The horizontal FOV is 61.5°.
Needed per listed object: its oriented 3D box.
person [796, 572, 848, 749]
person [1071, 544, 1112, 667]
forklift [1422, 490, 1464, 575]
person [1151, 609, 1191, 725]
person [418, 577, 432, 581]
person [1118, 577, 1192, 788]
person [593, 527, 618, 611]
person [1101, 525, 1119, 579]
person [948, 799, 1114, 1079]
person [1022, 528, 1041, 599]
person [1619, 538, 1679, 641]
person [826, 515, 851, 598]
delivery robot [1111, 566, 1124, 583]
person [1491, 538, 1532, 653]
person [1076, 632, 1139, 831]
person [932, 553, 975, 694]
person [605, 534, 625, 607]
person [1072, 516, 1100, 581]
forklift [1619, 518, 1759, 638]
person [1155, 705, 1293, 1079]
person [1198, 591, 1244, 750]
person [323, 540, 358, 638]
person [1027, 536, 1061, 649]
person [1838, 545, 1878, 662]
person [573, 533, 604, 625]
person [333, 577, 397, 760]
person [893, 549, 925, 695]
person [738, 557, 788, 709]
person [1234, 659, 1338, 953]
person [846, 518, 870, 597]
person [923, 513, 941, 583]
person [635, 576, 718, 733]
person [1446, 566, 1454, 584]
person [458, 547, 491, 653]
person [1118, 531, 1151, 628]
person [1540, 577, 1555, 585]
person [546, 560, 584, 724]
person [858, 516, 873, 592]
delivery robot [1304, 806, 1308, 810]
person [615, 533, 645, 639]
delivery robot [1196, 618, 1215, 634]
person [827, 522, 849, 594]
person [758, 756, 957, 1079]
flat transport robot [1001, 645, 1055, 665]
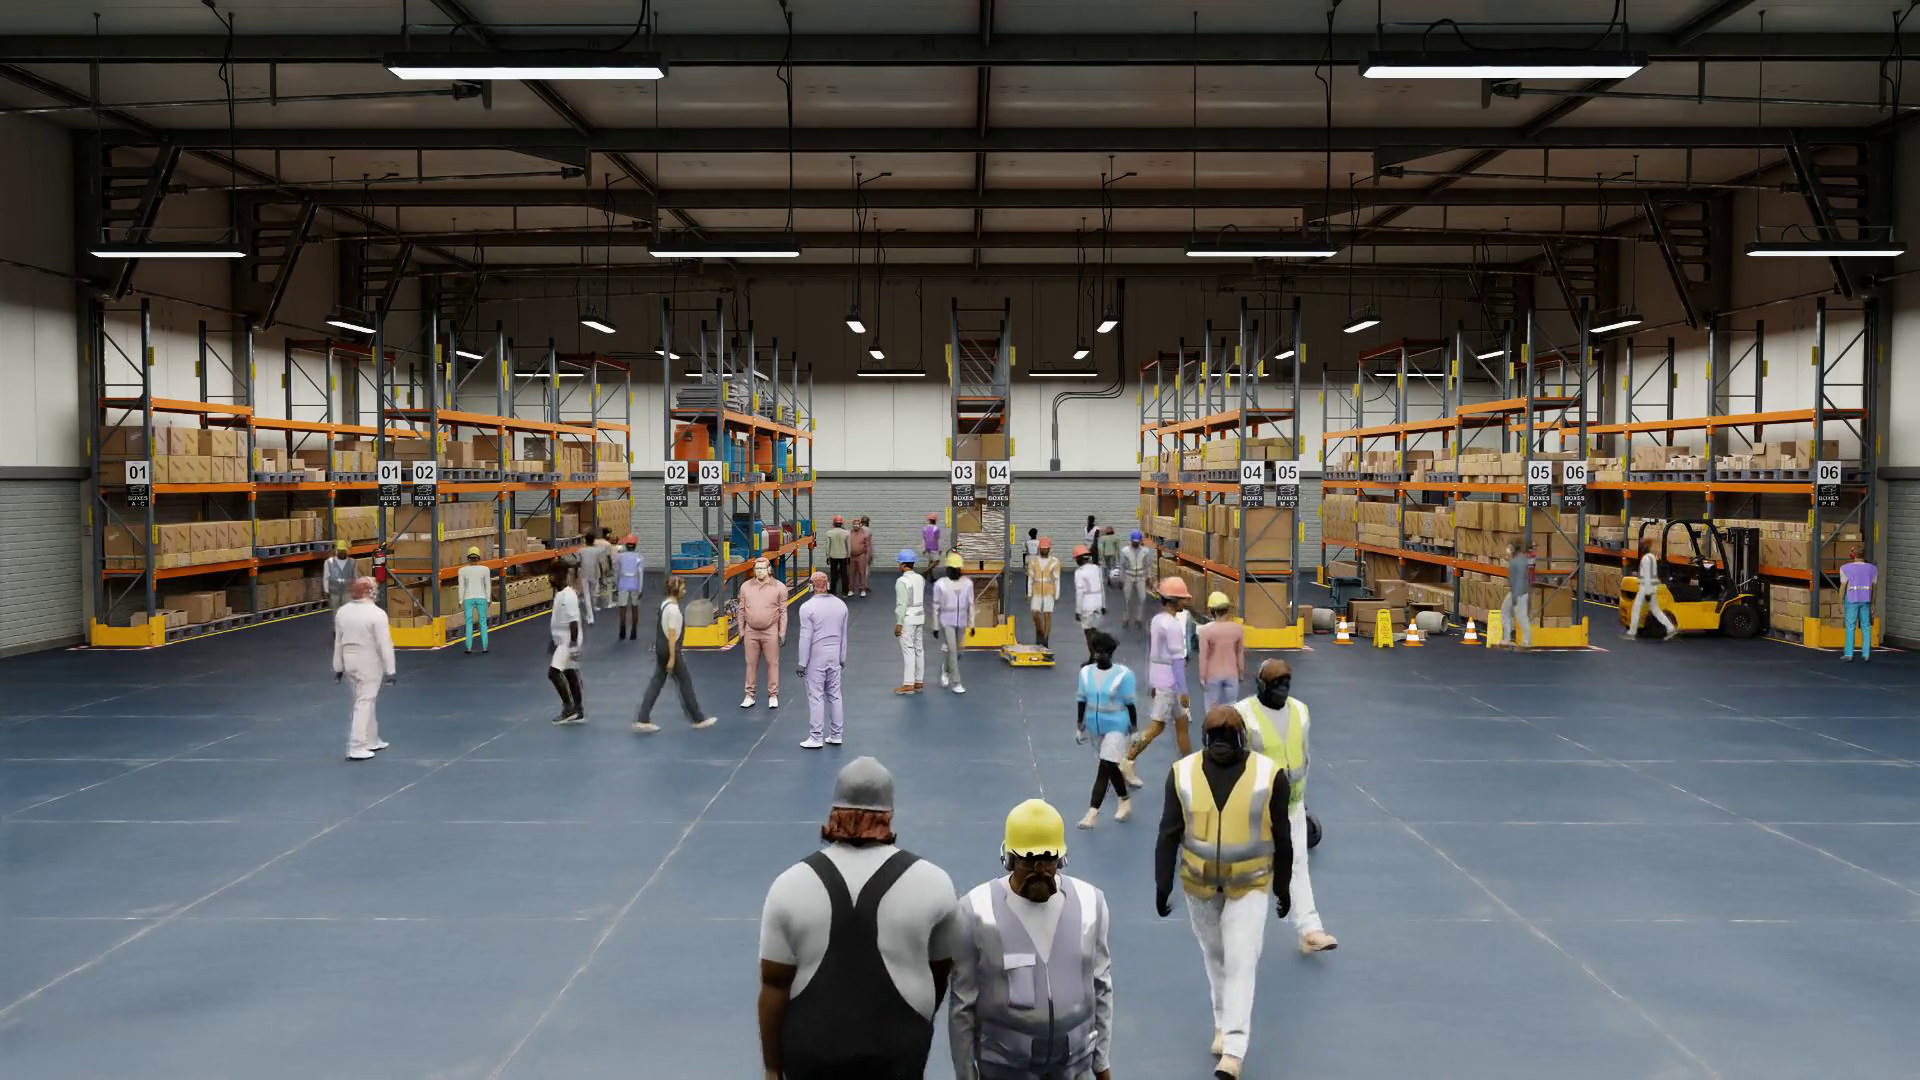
[{"bbox_3d":[-1.518,1.296,17.496,0.402,1.901,0.651,2,3,45],"label":"person"},{"bbox_3d":[1.951,1.016,24.534,0.563,1.901,0.597,2,3,44],"label":"person"},{"bbox_3d":[13.926,-0.371,47.846,1.873,2.768,1.129,0,2,0],"label":"forklift"},{"bbox_3d":[2.498,1.373,19.163,0.537,1.608,0.708,-2,3,-42],"label":"person"},{"bbox_3d":[-10.992,0.645,33.557,0.588,1.928,0.383,0,2,5],"label":"person"},{"bbox_3d":[1.920,1.338,15.235,1.032,2.004,0.618,0,2,-5],"label":"person"},{"bbox_3d":[-7.743,0.630,35.233,0.533,1.820,0.909,2,3,45],"label":"person"},{"bbox_3d":[4.021,0.410,43.385,0.501,1.611,0.593,1,2,18],"label":"person"},{"bbox_3d":[0.256,1.806,5.642,0.592,1.827,0.403,-1,2,-14],"label":"person"},{"bbox_3d":[1.742,0.564,38.419,0.536,1.699,0.321,0,2,5],"label":"person"},{"bbox_3d":[12.319,0.874,28.782,0.949,1.849,0.578,2,3,38],"label":"person"},{"bbox_3d":[-2.923,0.402,38.817,0.614,1.997,0.374,0,2,-8],"label":"person"},{"bbox_3d":[4.146,0.937,42.604,0.477,0.478,0.707,0,2,5],"label":"delivery robot"},{"bbox_3d":[9.147,0.919,26.815,0.781,1.910,0.662,0,2,8],"label":"person"},{"bbox_3d":[1.234,1.583,13.516,0.539,1.636,0.869,2,3,40],"label":"person"},{"bbox_3d":[-0.109,1.113,22.068,0.597,1.905,0.780,-1,3,-25],"label":"person"},{"bbox_3d":[-7.711,0.689,36.038,0.514,1.639,0.310,0,2,5],"label":"person"},{"bbox_3d":[3.507,0.271,43.810,0.980,1.859,0.601,-2,3,-39],"label":"person"},{"bbox_3d":[13.417,0.684,29.791,2.313,2.155,1.214,0,2,0],"label":"forklift"},{"bbox_3d":[1.274,1.724,7.966,0.659,1.796,0.927,1,2,22],"label":"person"},{"bbox_3d":[2.715,1.401,16.663,0.537,1.748,0.608,-1,2,-14],"label":"person"},{"bbox_3d":[-11.144,0.898,29.053,0.592,1.788,0.945,-1,3,-25],"label":"person"},{"bbox_3d":[1.410,0.897,27.241,0.584,1.921,0.407,0,2,12],"label":"person"},{"bbox_3d":[14.231,1.007,25.575,0.564,1.840,0.376,0,2,5],"label":"person"},{"bbox_3d":[-7.381,0.765,32.086,0.523,1.809,1.027,-1,3,-28],"label":"person"},{"bbox_3d":[-6.139,1.325,16.917,0.678,1.878,0.818,1,3,26],"label":"person"},{"bbox_3d":[-0.692,1.101,21.815,0.403,1.948,0.605,1,3,29],"label":"person"},{"bbox_3d":[-2.513,1.174,20.490,0.640,1.910,0.407,0,2,6],"label":"person"},{"bbox_3d":[1.957,1.644,10.020,0.650,1.795,0.927,-1,2,-21],"label":"person"},{"bbox_3d":[-2.512,0.428,39.288,0.651,1.904,0.403,0,2,12],"label":"person"},{"bbox_3d":[-0.797,0.220,44.370,0.590,1.917,0.569,2,3,37],"label":"person"},{"bbox_3d":[-3.293,1.314,18.521,0.973,1.798,0.519,-1,3,-29],"label":"person"},{"bbox_3d":[12.238,0.439,40.152,0.640,1.818,0.733,0,2,-7],"label":"person"},{"bbox_3d":[-8.054,0.993,26.793,0.523,1.769,0.316,-1,2,-21],"label":"person"},{"bbox_3d":[3.359,0.765,31.090,0.634,1.883,0.765,0,2,-7],"label":"person"},{"bbox_3d":[13.233,0.627,36.442,0.320,1.737,0.483,-1,3,-25],"label":"person"},{"bbox_3d":[-4.690,1.211,19.077,0.564,1.944,0.620,-1,2,-20],"label":"person"},{"bbox_3d":[-2.413,0.348,40.880,0.367,1.936,0.646,-1,3,-31],"label":"person"},{"bbox_3d":[2.455,1.990,12.869,0.335,0.223,0.698,-1,3,-33],"label":"delivery robot"},{"bbox_3d":[-5.915,0.837,28.888,0.547,1.918,0.749,0,2,-8],"label":"person"},{"bbox_3d":[4.257,1.554,27.052,0.477,0.478,0.707,-1,2,-22],"label":"delivery robot"},{"bbox_3d":[-2.988,0.428,39.871,0.557,1.863,0.994,2,3,39],"label":"person"},{"bbox_3d":[-0.355,1.723,5.533,0.675,2.000,1.133,0,2,5],"label":"person"},{"bbox_3d":[1.059,1.806,25.398,0.652,0.197,1.431,0,2,-6],"label":"flat transport robot"}]
